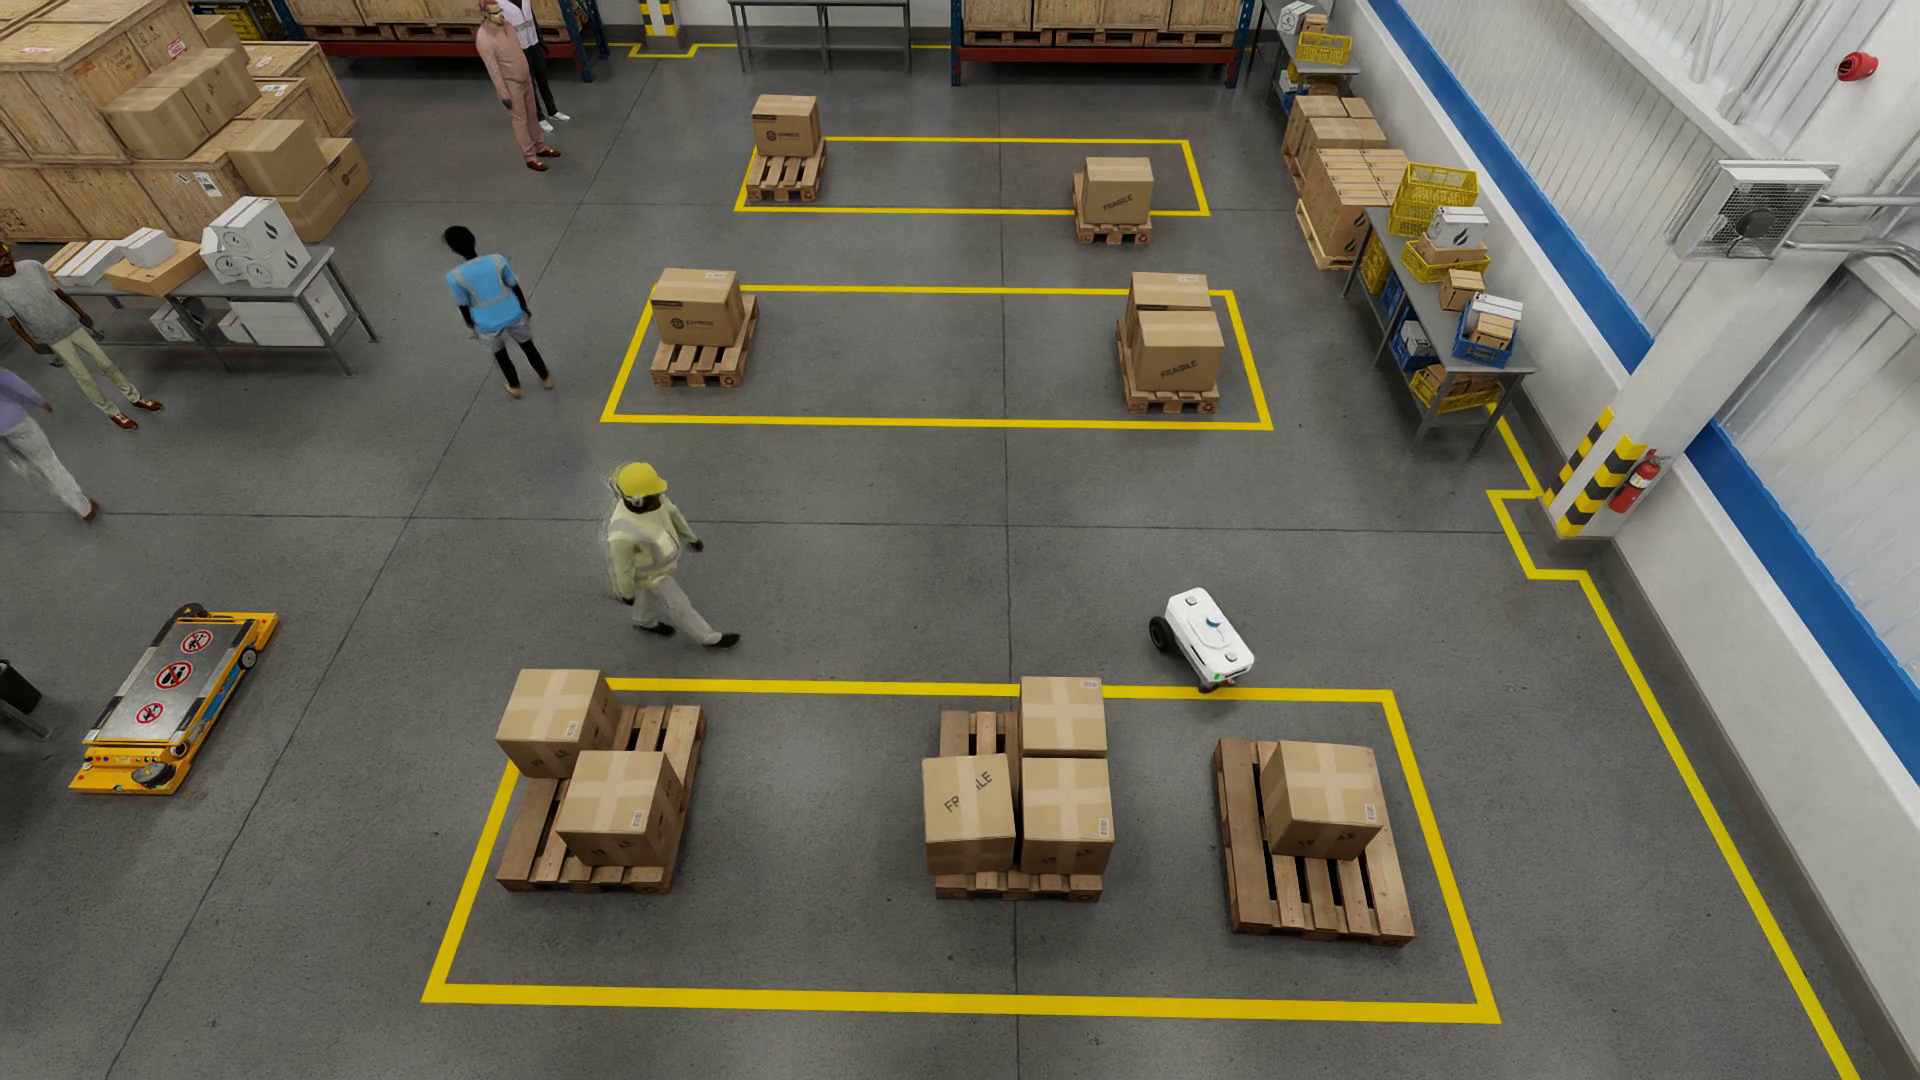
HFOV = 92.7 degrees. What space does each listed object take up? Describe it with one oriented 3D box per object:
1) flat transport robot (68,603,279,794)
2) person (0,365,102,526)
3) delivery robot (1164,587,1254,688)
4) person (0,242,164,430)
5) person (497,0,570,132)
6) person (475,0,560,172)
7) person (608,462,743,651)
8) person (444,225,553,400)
[{"bbox_3d":[-5.504,1.072,6.442,0.652,0.197,1.431,1,50,1],"label":"flat transport robot"},{"bbox_3d":[-7.458,-0.963,7.100,0.649,1.901,0.883,-28,55,-22],"label":"person"},{"bbox_3d":[1.765,0.690,6.521,0.477,0.478,0.707,-17,52,-14],"label":"delivery robot"},{"bbox_3d":[-7.618,-1.740,7.790,0.322,1.862,0.510,15,51,12],"label":"person"},{"bbox_3d":[-5.451,-6.191,11.518,0.392,1.917,0.591,20,53,16],"label":"person"},{"bbox_3d":[-5.242,-5.391,10.848,0.403,1.904,0.652,8,50,7],"label":"person"},{"bbox_3d":[-1.995,0.149,6.233,0.901,1.777,0.604,1,50,1],"label":"person"},{"bbox_3d":[-4.083,-1.961,8.084,0.590,1.687,0.343,-37,59,-27],"label":"person"}]
